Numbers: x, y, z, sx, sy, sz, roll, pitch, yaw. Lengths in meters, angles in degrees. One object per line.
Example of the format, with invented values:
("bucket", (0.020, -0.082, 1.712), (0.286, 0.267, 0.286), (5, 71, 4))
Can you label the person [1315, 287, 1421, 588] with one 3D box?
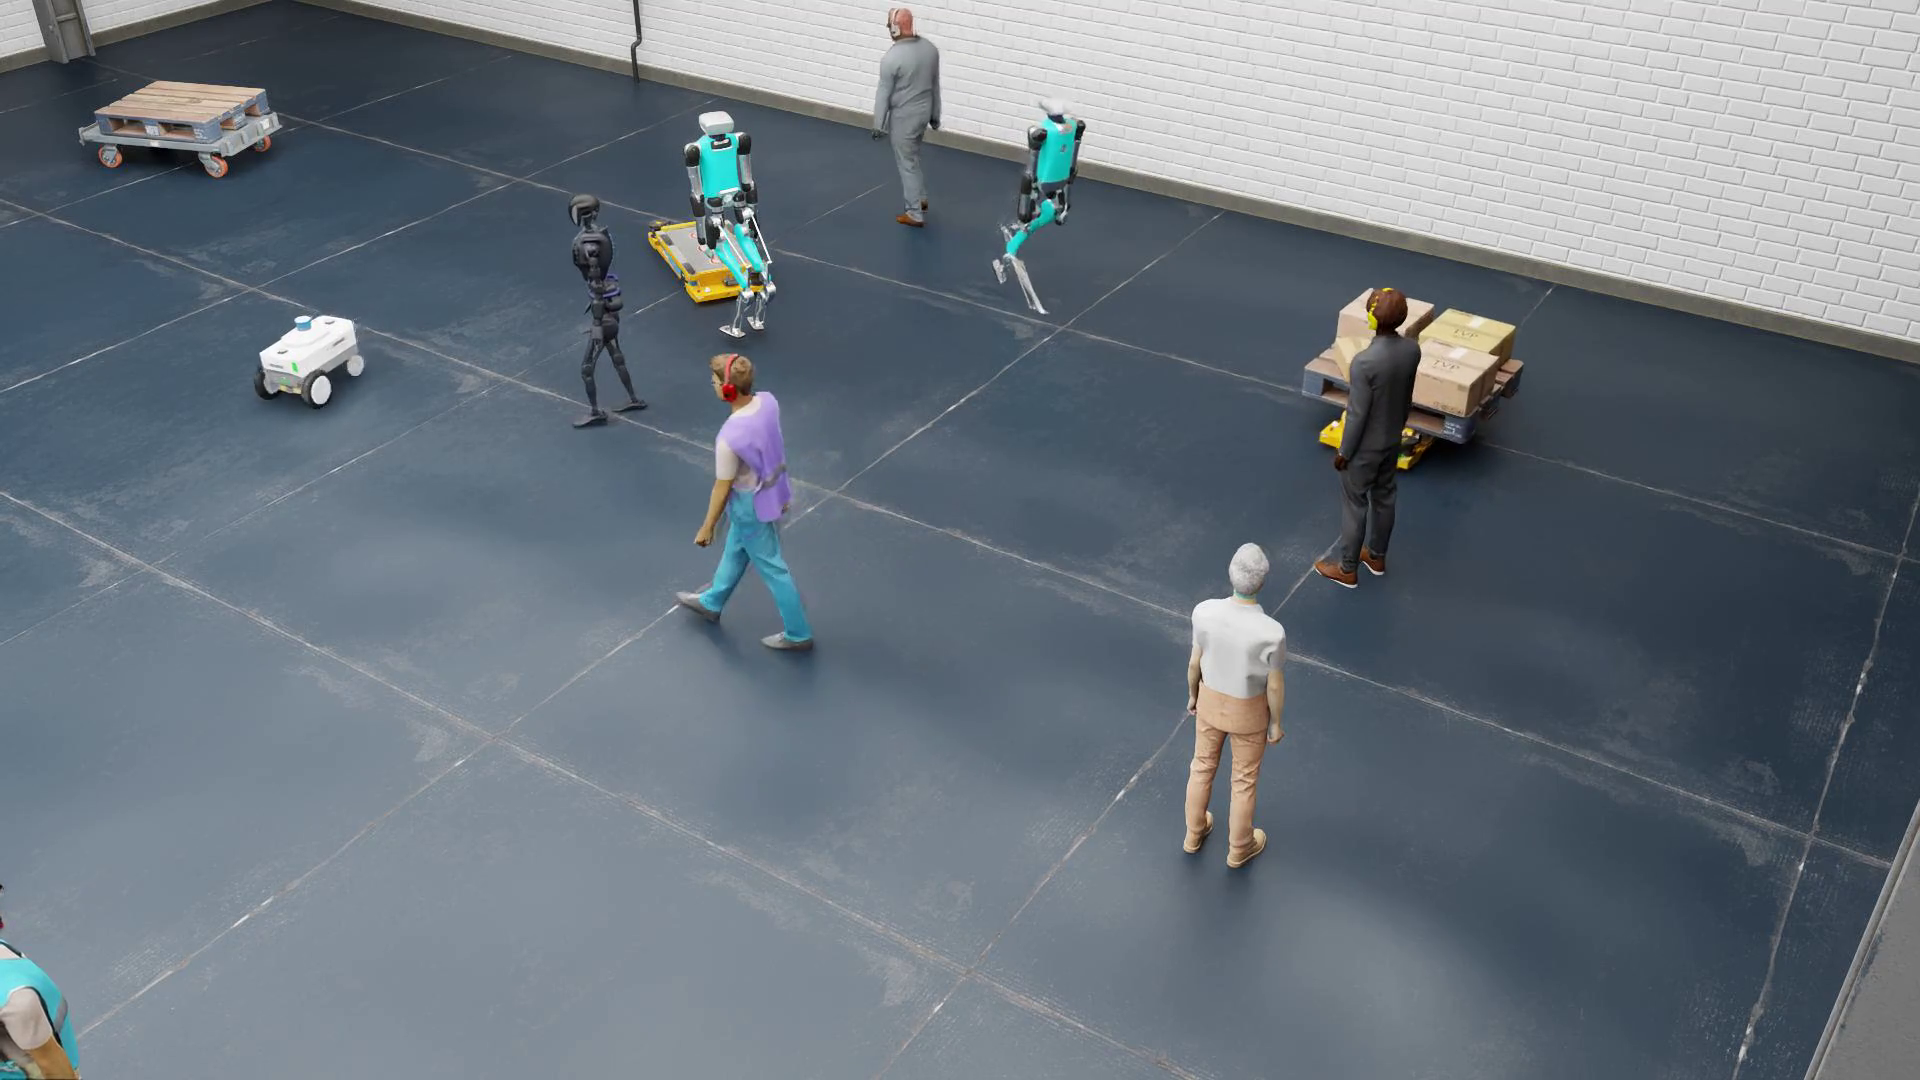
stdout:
("person", (2.396, -0.583, 9.680), (0.501, 1.872, 0.336), (-19, 37, -27))

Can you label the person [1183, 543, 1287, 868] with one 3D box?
("person", (1.271, 0.771, 7.687), (0.480, 1.749, 0.318), (18, 37, 25))

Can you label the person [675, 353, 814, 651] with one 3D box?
("person", (-1.252, -0.194, 9.129), (0.940, 1.800, 0.582), (8, 34, 13))

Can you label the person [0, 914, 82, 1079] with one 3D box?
("person", (-3.278, 1.879, 5.869), (0.568, 1.848, 0.379), (19, 37, 27))

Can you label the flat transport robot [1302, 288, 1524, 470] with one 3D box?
("flat transport robot", (3.158, -0.944, 11.725), (0.659, 0.231, 1.431), (22, 39, 30))

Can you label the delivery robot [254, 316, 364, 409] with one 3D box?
("delivery robot", (-4.709, -1.335, 12.058), (0.499, 0.583, 0.774), (11, 34, 17))

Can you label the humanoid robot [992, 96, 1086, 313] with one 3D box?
("humanoid robot", (0.498, -2.680, 13.113), (0.564, 1.810, 0.917), (-24, 40, -32))

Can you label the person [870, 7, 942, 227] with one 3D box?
("person", (-0.487, -3.673, 14.478), (0.544, 1.881, 0.651), (22, 39, 30))

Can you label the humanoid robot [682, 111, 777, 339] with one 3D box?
("humanoid robot", (-1.634, -2.276, 12.316), (0.533, 1.677, 0.735), (-20, 38, -28))

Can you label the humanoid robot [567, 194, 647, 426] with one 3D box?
("humanoid robot", (-2.504, -1.597, 11.444), (0.541, 1.641, 0.608), (-8, 34, -12))

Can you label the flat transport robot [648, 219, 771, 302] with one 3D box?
("flat transport robot", (-2.112, -2.384, 13.966), (0.659, 0.231, 1.431), (-14, 35, -20))
